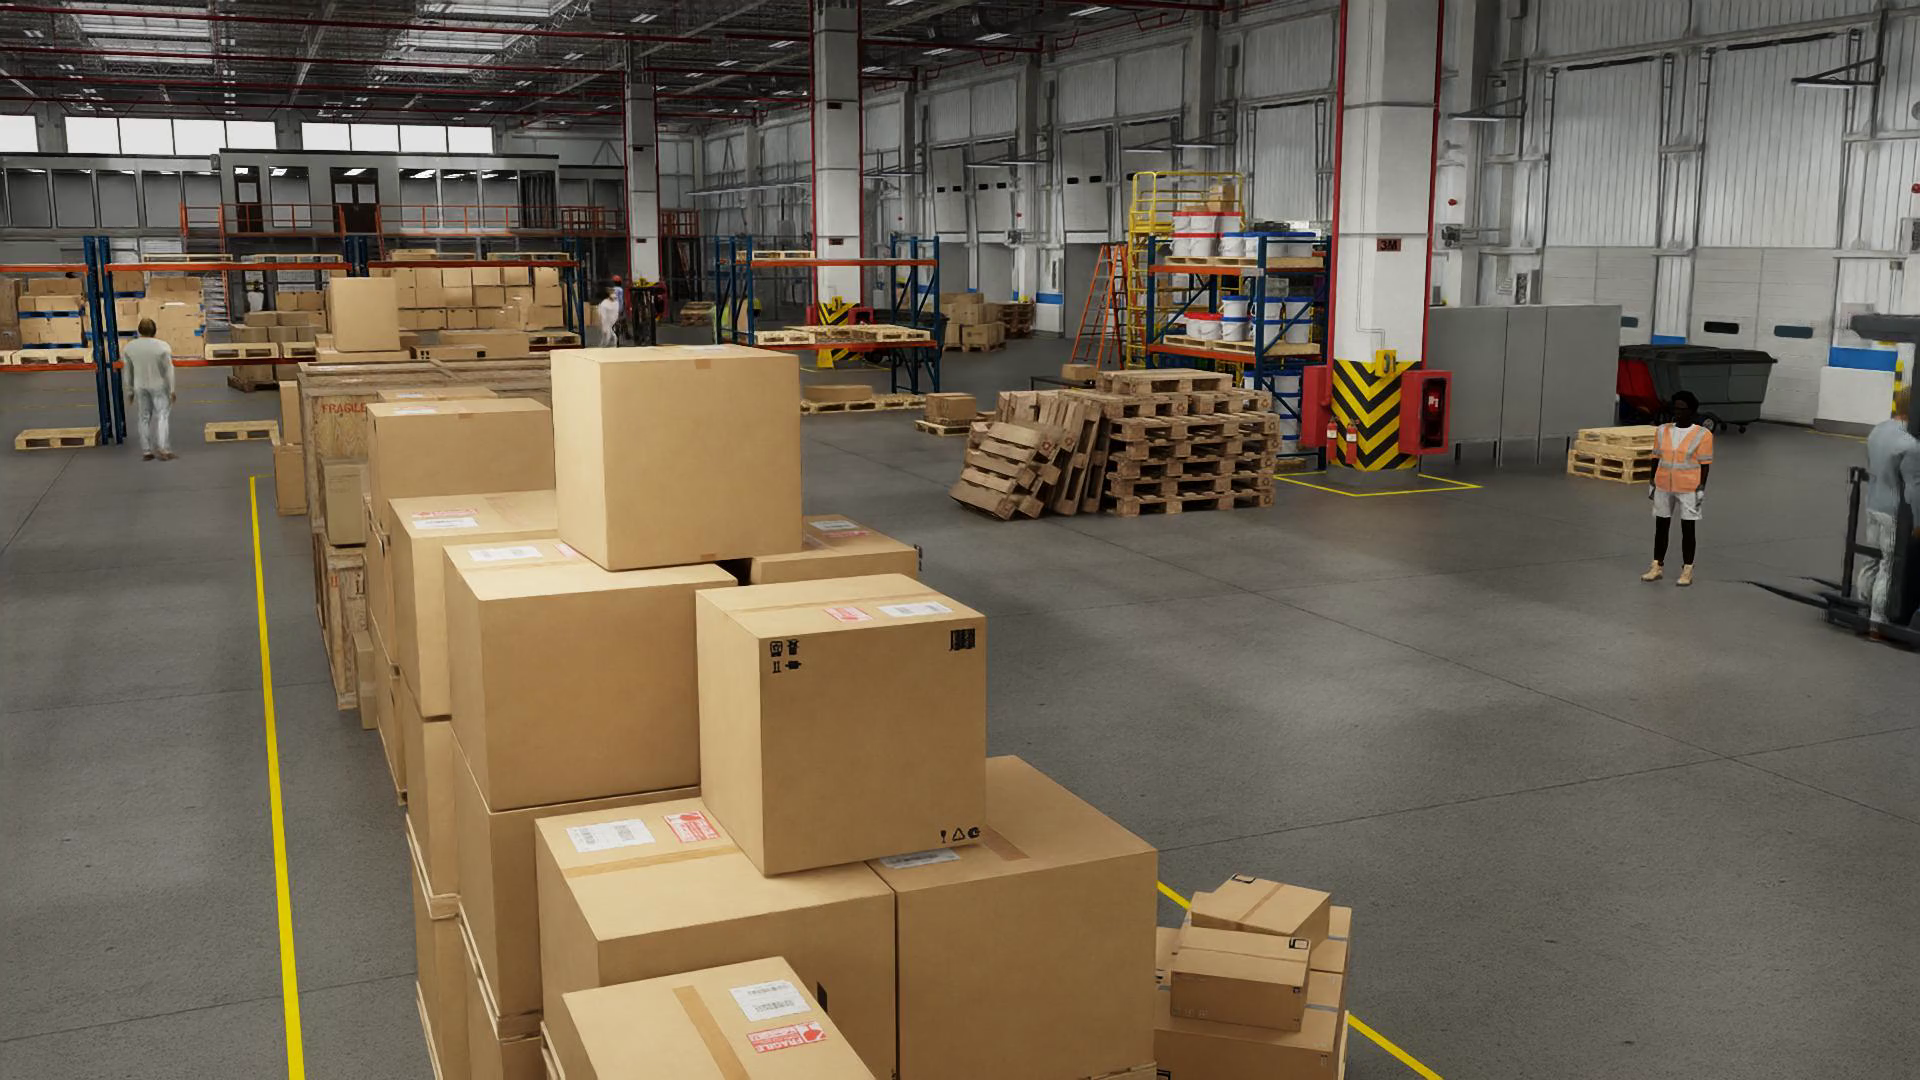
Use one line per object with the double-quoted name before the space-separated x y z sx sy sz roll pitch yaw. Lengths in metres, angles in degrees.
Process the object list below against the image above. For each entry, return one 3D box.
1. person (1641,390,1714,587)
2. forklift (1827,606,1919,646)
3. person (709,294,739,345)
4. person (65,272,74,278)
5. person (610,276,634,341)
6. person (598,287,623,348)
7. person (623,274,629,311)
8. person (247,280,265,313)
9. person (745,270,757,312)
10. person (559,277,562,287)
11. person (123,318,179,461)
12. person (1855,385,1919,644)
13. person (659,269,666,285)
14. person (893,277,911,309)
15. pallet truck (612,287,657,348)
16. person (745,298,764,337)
"person" 6.226 -0.449 14.429 0.318 1.697 0.533 -10 14 -43
"forklift" 7.473 -0.574 11.850 1.129 2.768 1.873 -3 11 -14
"person" -5.110 -4.417 36.042 0.633 1.800 0.828 -2 10 -11
"person" -28.971 -7.840 54.543 0.427 1.922 0.777 8 13 36
"person" -10.005 -6.813 48.939 0.567 1.890 0.944 6 12 31
"person" -8.055 -4.852 38.157 1.014 1.900 0.638 6 12 31
"person" -12.878 -9.710 64.867 0.813 1.919 0.588 2 10 11
"person" -19.403 -6.236 45.884 0.427 1.855 0.546 8 13 38
"person" -7.916 -9.285 62.720 0.429 1.846 0.625 5 11 25
"person" -15.103 -9.275 63.053 0.684 1.710 0.542 -6 12 -28
"person" -10.912 -2.026 22.448 0.635 1.937 0.352 -1 10 -4
"person" 6.939 -0.188 12.359 0.383 1.931 0.631 0 10 1
"person" -11.786 -9.735 65.237 0.587 1.849 0.850 -1 10 -7
"person" -1.679 -6.680 48.269 0.607 1.884 0.990 4 11 19
"pallet truck" -6.464 -4.406 35.401 0.823 1.965 1.885 6 12 32
"person" -3.951 -3.594 31.249 0.869 1.891 0.606 -1 10 -7
